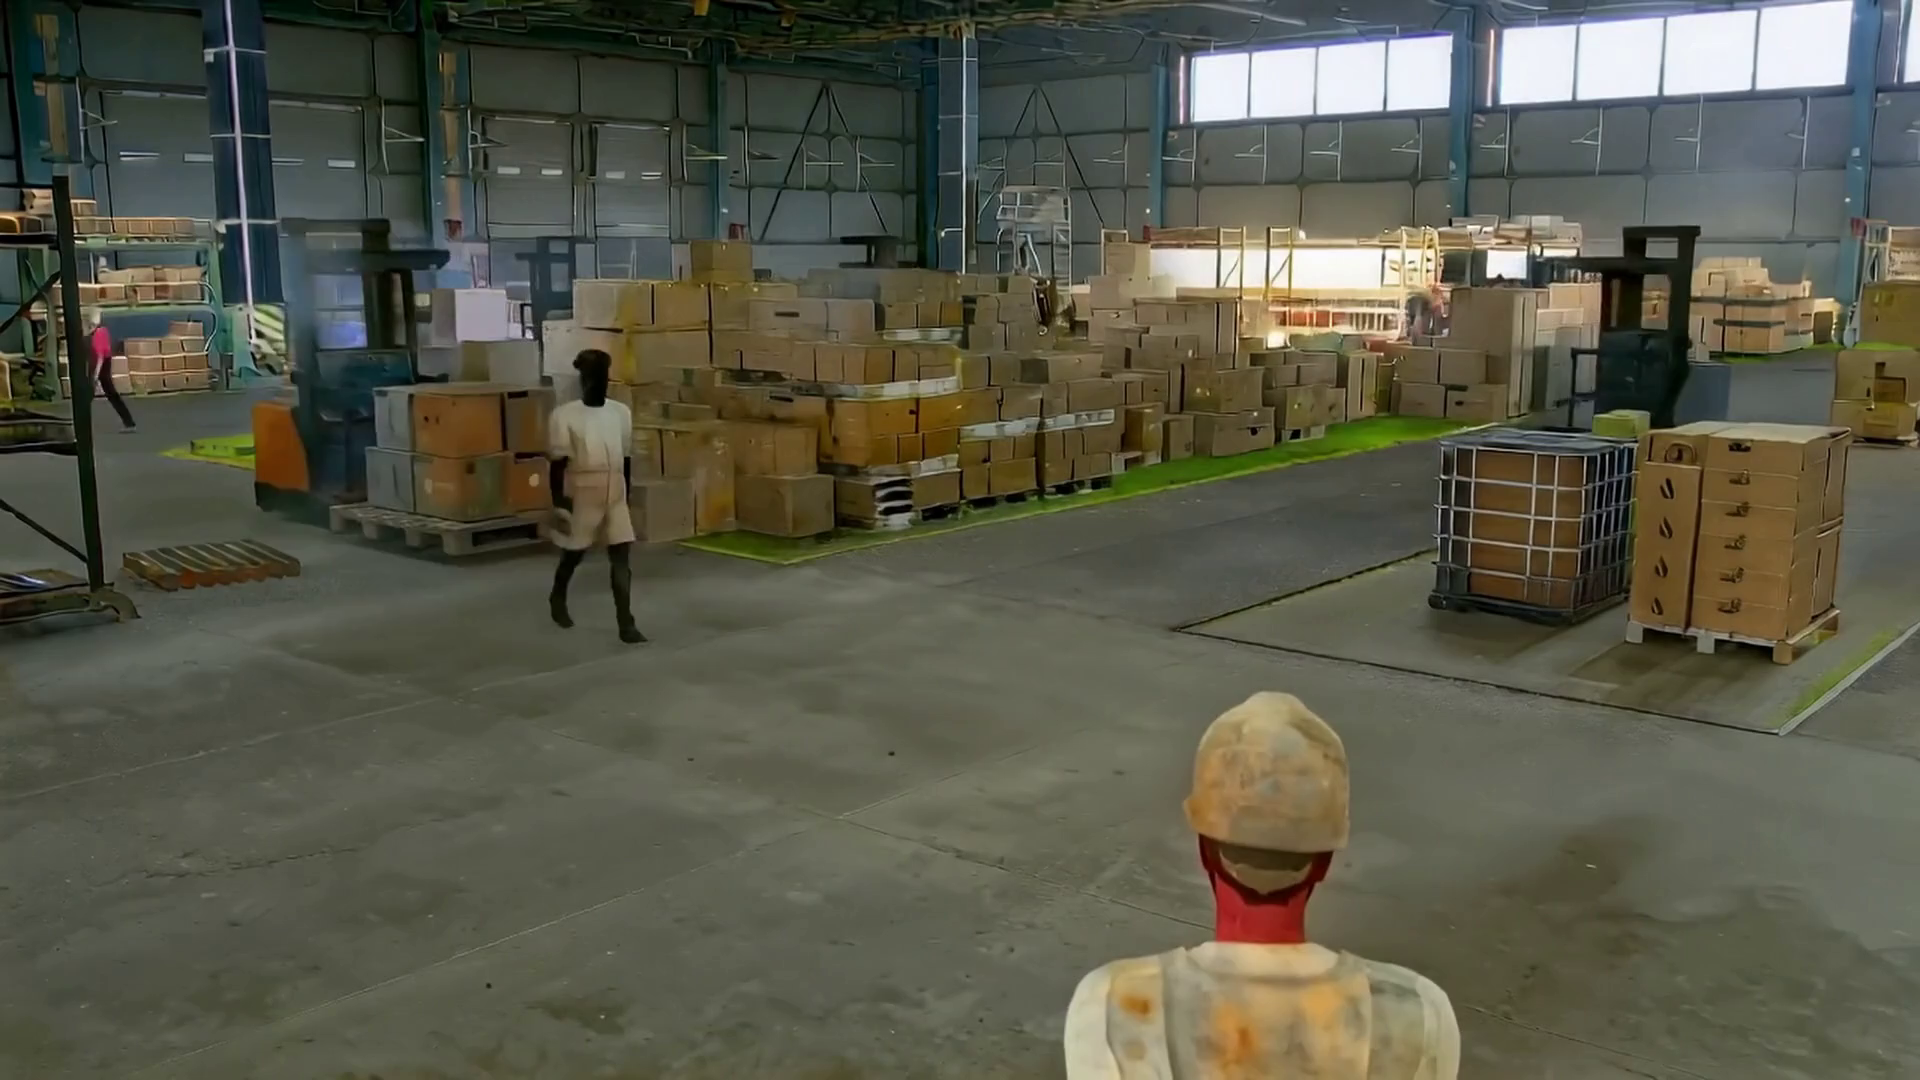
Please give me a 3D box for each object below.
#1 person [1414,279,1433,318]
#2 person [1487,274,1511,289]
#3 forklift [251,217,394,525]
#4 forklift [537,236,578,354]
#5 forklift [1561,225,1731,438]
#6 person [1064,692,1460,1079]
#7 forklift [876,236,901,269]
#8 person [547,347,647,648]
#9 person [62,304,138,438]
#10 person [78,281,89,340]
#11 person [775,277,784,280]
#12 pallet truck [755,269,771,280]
[{"bbox_3d":[9.499,-4.438,34.404,0.644,1.916,0.542,5,11,26],"label":"person"},{"bbox_3d":[12.829,-5.377,39.688,0.635,1.937,0.354,0,10,3],"label":"person"},{"bbox_3d":[-5.782,-1.621,15.623,1.873,2.768,1.129,8,13,40],"label":"forklift"},{"bbox_3d":[-9.435,-5.765,39.216,1.873,2.768,1.129,8,13,40],"label":"forklift"},{"bbox_3d":[8.835,-2.597,21.179,1.873,2.768,1.129,-5,11,-27],"label":"forklift"},{"bbox_3d":[0.416,1.171,2.408,0.545,1.938,0.361,0,10,2],"label":"person"},{"bbox_3d":[-1.676,-5.747,39.112,1.873,2.768,1.129,-3,10,-18],"label":"forklift"},{"bbox_3d":[-2.420,-0.300,10.826,0.614,1.932,0.965,-9,13,-41],"label":"person"},{"bbox_3d":[-11.676,-2.288,22.521,0.524,1.799,0.951,9,14,43],"label":"person"},{"bbox_3d":[-17.375,-4.152,32.830,0.567,1.897,0.491,4,11,23],"label":"person"},{"bbox_3d":[-4.124,-5.092,38.223,0.362,1.883,0.575,2,10,9],"label":"person"},{"bbox_3d":[-4.996,-6.432,45.525,1.885,1.965,0.823,-6,12,-32],"label":"pallet truck"}]
